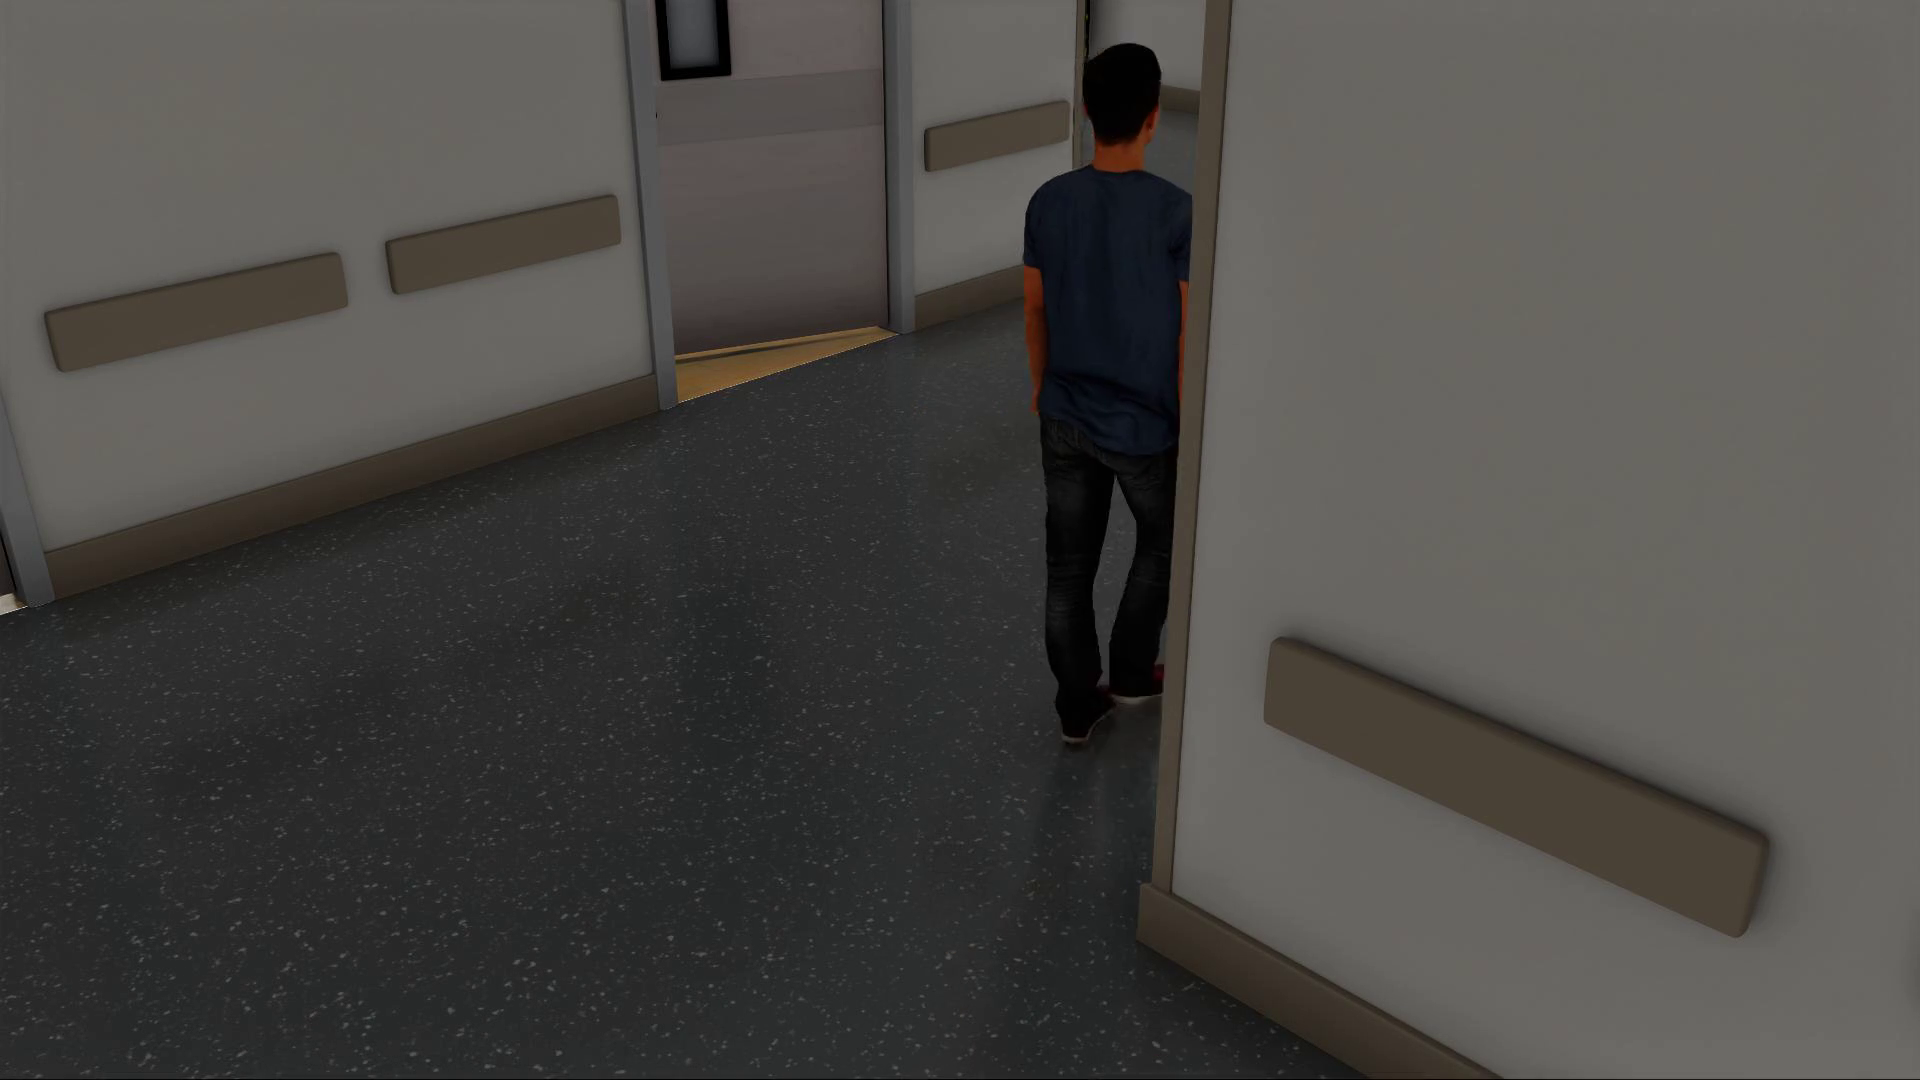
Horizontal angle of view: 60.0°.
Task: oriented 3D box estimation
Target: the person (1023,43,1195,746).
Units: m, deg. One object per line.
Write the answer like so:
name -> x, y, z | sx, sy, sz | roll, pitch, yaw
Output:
person -> 0.344, -0.280, 4.134 | 0.784, 1.799, 0.785 | 12, 28, 23
